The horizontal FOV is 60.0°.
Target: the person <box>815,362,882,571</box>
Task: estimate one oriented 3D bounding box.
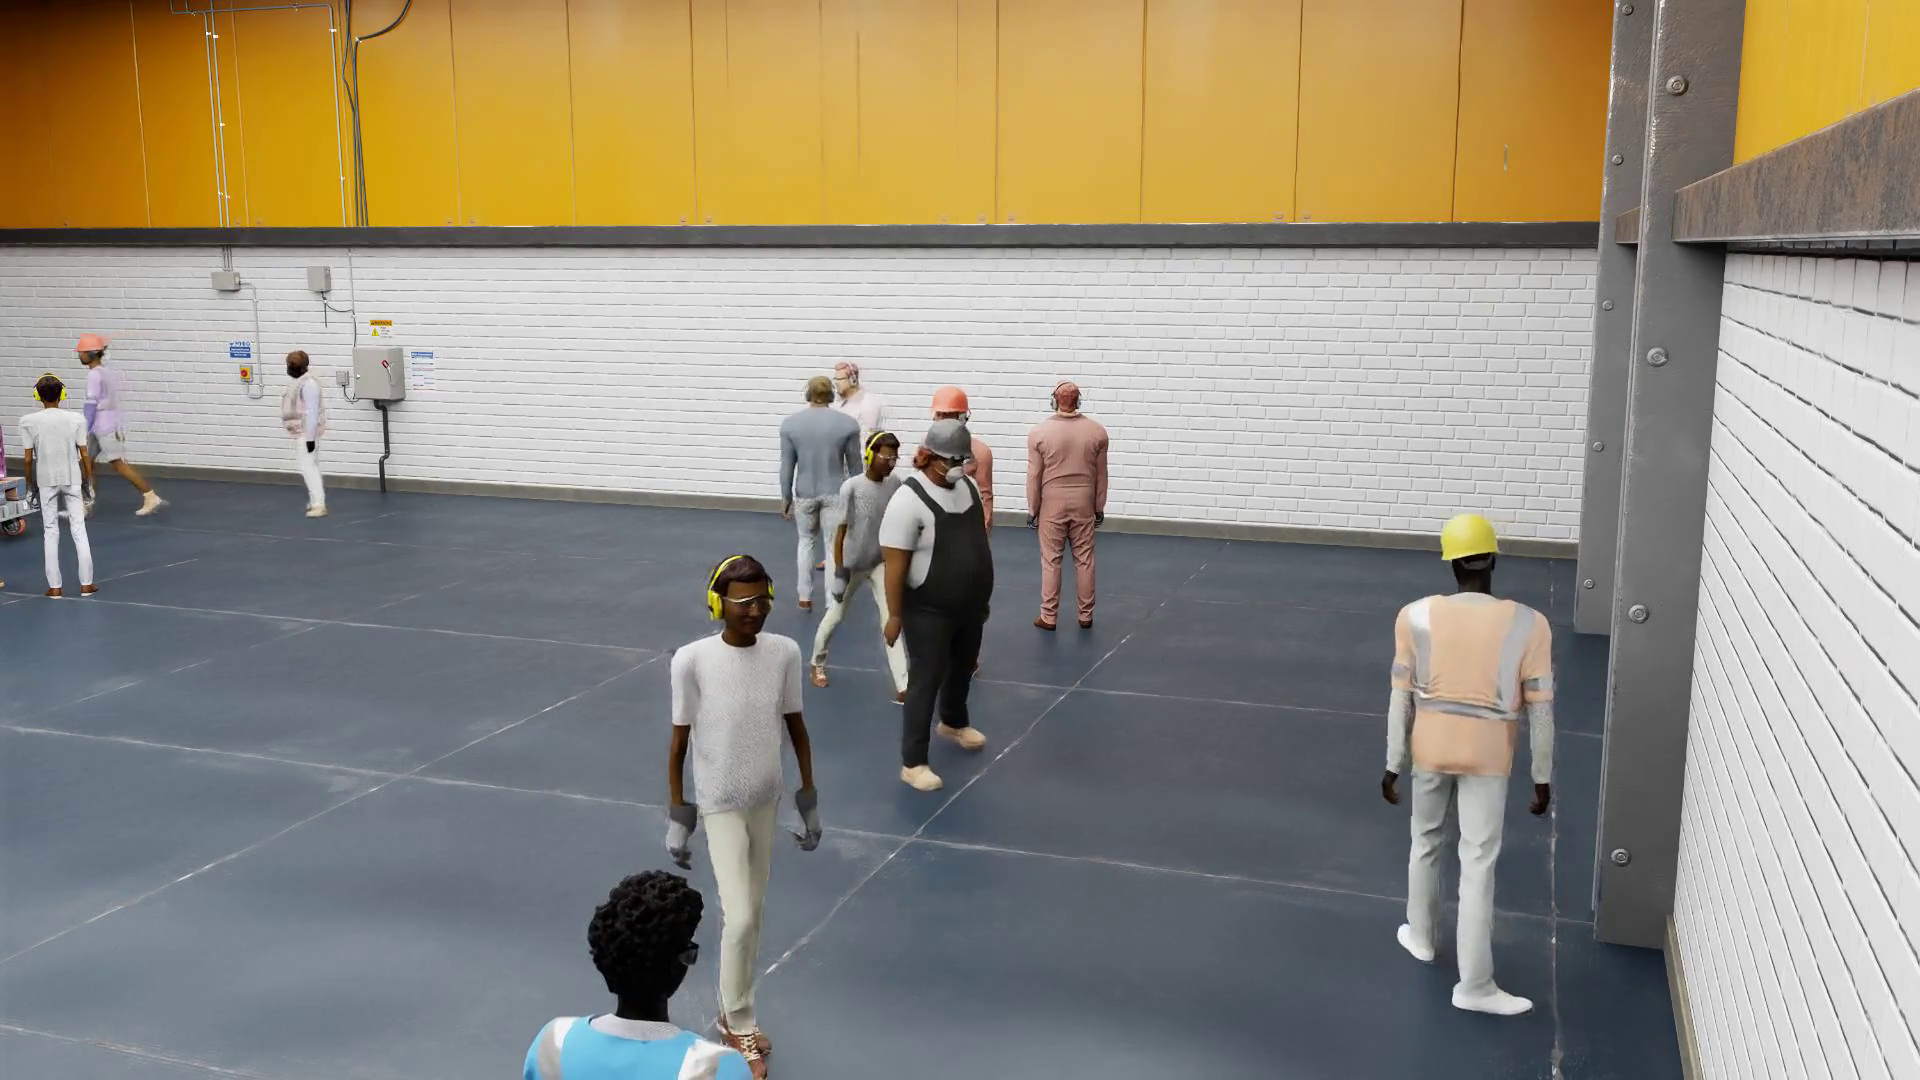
[{"bbox_3d":[-1.011,-0.643,14.876,0.721,1.880,0.667,-9,14,-43],"label":"person"}]

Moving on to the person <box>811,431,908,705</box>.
[{"bbox_3d":[-0.636,0.159,10.736,0.536,1.767,1.150,-8,13,-38],"label":"person"}]

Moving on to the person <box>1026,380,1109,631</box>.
[{"bbox_3d":[0.803,-0.261,12.657,0.641,1.912,0.408,-2,10,-12],"label":"person"}]

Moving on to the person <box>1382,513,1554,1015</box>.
[{"bbox_3d":[2.000,0.854,6.513,0.639,1.878,0.687,5,11,25],"label":"person"}]

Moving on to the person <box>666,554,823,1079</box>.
[{"bbox_3d":[-0.719,0.973,5.860,0.554,1.852,0.641,-7,12,-35],"label":"person"}]

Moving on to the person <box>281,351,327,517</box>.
[{"bbox_3d":[-7.125,-1.152,18.031,0.438,1.809,0.793,-6,12,-31],"label":"person"}]

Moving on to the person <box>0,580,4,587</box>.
[{"bbox_3d":[-8.334,-0.529,13.924,0.386,1.992,0.624,-2,10,-10],"label":"person"}]

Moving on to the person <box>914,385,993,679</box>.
[{"bbox_3d":[-0.068,-0.049,11.218,0.609,1.997,0.374,6,12,30],"label":"person"}]

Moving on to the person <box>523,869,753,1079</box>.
[{"bbox_3d":[-0.614,1.496,3.372,0.530,1.692,0.321,4,11,21],"label":"person"}]

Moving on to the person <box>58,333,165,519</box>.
[{"bbox_3d":[-9.144,-1.213,17.801,1.058,2.004,0.611,-4,11,-23],"label":"person"}]

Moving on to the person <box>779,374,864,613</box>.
[{"bbox_3d":[-1.086,-0.352,13.153,0.650,1.928,0.534,0,10,2],"label":"person"}]

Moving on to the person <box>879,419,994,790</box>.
[{"bbox_3d":[-0.085,0.287,9.203,0.631,2.000,0.899,8,13,38],"label":"person"}]

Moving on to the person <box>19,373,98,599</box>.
[{"bbox_3d":[-7.481,-0.449,13.816,0.514,1.876,0.328,-6,12,-29],"label":"person"}]
